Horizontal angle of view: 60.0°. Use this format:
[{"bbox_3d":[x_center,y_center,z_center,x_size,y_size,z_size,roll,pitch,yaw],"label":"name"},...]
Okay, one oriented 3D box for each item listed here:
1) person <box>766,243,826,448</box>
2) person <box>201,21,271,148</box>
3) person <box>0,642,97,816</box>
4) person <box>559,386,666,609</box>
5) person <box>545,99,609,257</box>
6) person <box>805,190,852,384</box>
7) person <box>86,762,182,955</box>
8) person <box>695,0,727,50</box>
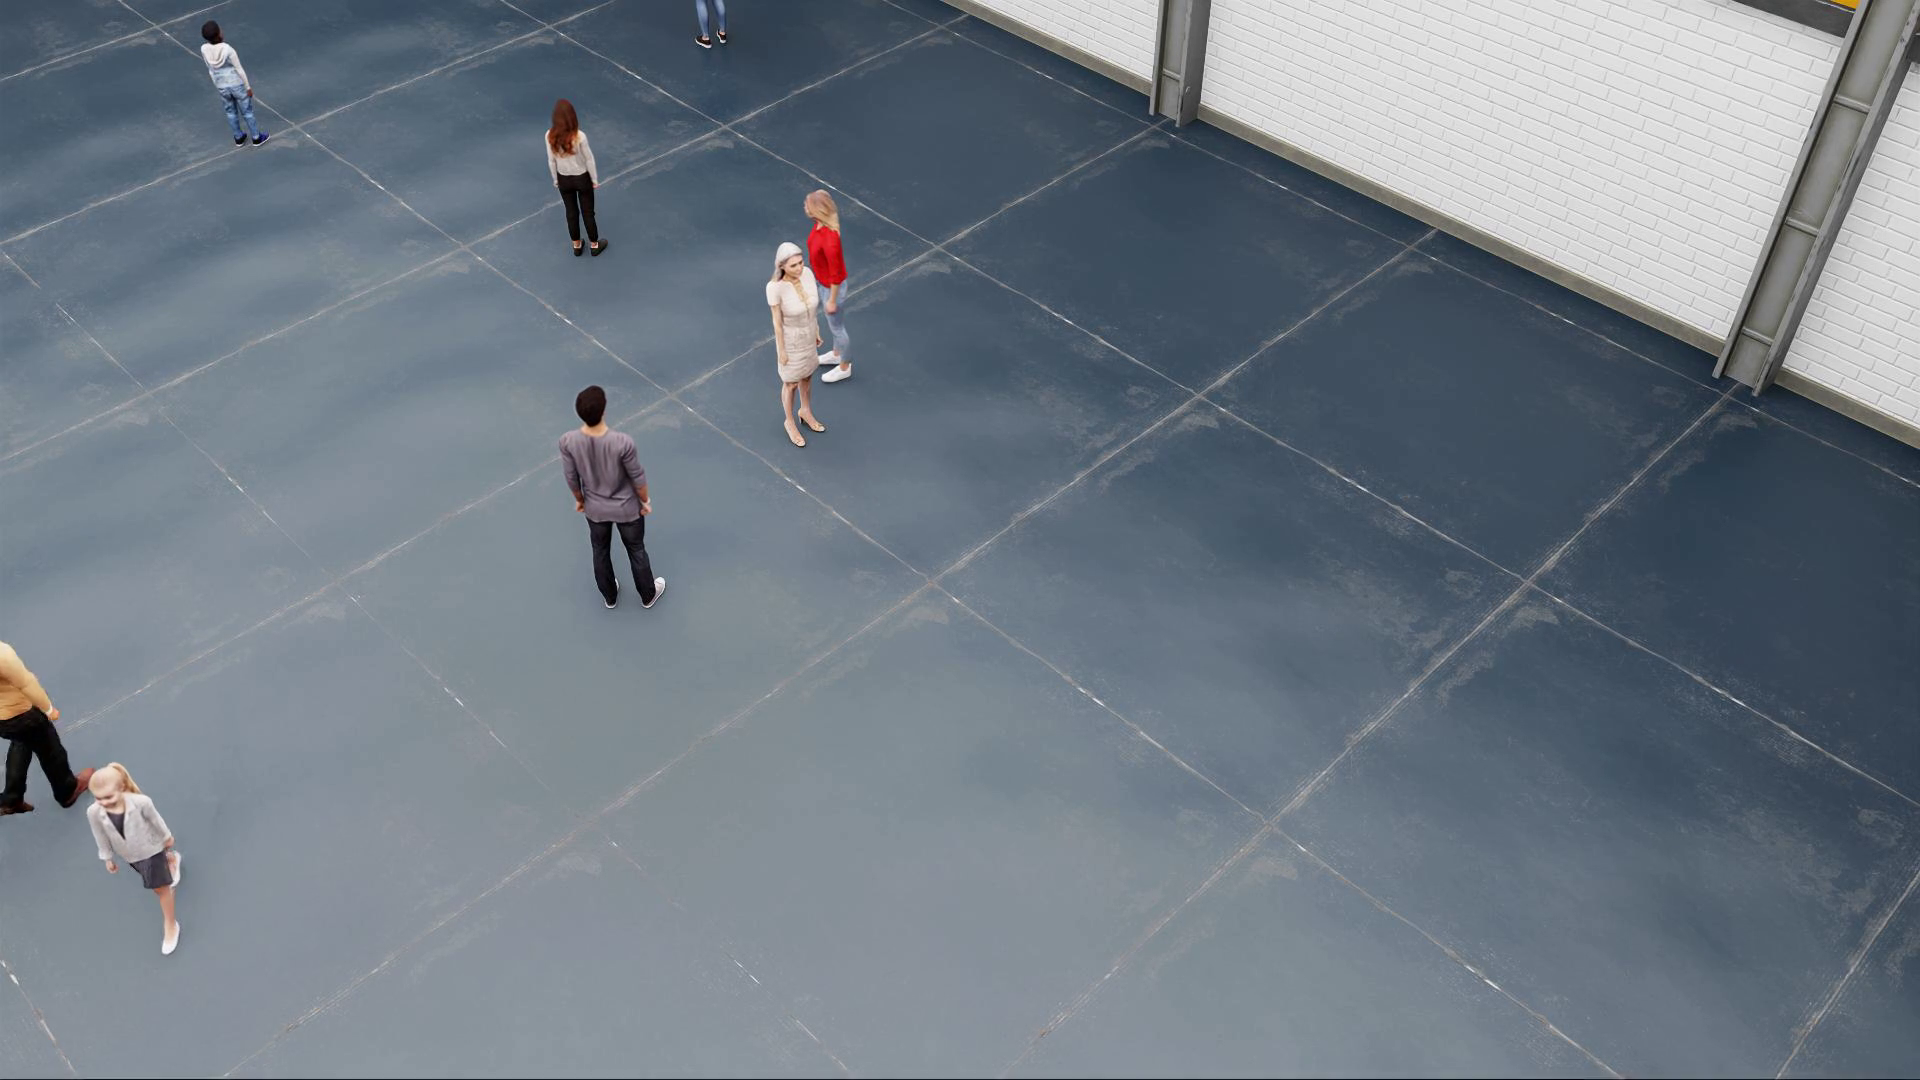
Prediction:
[{"bbox_3d":[-1.227,-1.475,12.435,0.560,1.736,0.609,30,51,28],"label":"person"},{"bbox_3d":[-6.923,-4.327,15.774,0.562,1.261,0.627,3,44,3],"label":"person"},{"bbox_3d":[-5.632,1.058,9.774,0.897,1.741,0.926,10,45,11],"label":"person"},{"bbox_3d":[-2.325,-0.262,11.077,0.724,1.854,0.797,2,44,2],"label":"person"},{"bbox_3d":[-3.325,-3.112,14.337,0.608,1.484,0.682,3,44,3],"label":"person"},{"bbox_3d":[-1.007,-1.993,13.001,0.746,1.707,0.624,-10,45,-11],"label":"person"},{"bbox_3d":[-4.658,1.689,9.470,0.854,1.245,0.957,-4,44,-4],"label":"person"},{"bbox_3d":[-2.641,-5.902,17.121,0.688,1.683,0.655,-21,48,-21],"label":"person"}]
